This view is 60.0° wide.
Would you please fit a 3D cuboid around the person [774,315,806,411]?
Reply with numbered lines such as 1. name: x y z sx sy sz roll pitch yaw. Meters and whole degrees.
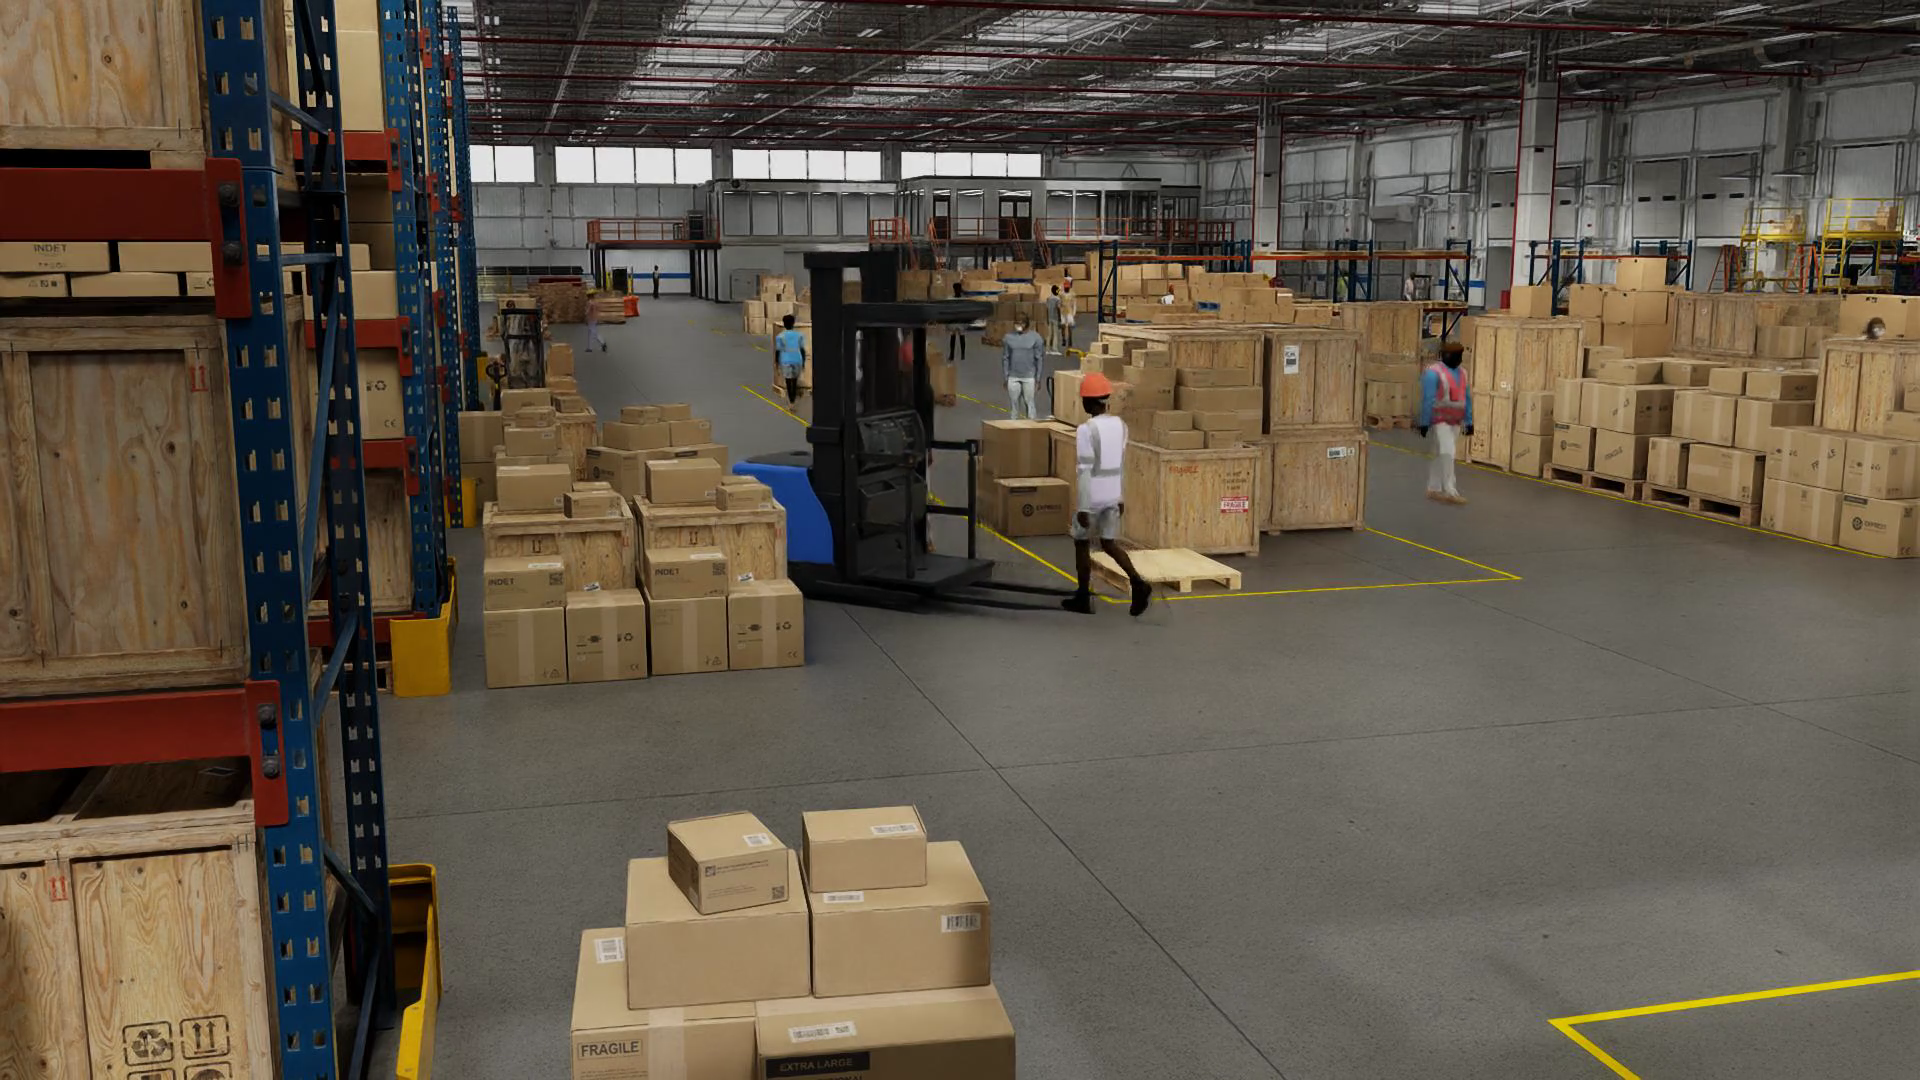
1. person: -3.018 -3.122 29.284 0.551 1.653 0.837 -5 11 -25

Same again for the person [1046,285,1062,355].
1. person: 2.499 -5.829 44.083 0.333 1.860 0.526 -8 13 -38

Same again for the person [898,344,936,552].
1. person: -0.556 -0.900 15.904 0.633 1.964 0.941 -5 11 -25

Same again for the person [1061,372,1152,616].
1. person: 1.114 -0.333 12.804 0.557 1.913 0.773 -9 13 -40

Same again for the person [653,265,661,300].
1. person: -16.437 -13.931 90.003 0.346 1.842 0.506 -8 13 -39

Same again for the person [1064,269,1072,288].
1. person: 4.378 -10.300 69.215 0.587 1.920 0.391 -1 10 -4

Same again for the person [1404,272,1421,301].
1. person: 18.371 -9.973 67.590 0.634 1.839 0.429 4 11 22

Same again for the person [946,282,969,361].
1. person: -0.062 -5.482 41.805 0.609 1.965 0.364 2 10 10

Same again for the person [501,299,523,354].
1. person: -10.471 -4.801 38.880 0.522 1.637 0.309 -6 12 -31

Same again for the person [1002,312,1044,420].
1. person: 0.908 -2.335 24.085 0.629 1.931 0.376 4 11 23

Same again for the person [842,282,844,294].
1. person: -4.176 -8.436 59.268 0.848 1.710 0.490 0 10 0

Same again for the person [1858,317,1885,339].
1. person: 12.504 -2.128 22.975 0.634 1.920 0.767 -1 10 -6

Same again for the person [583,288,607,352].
1. person: -9.890 -5.927 44.942 0.666 1.743 0.532 2 10 11

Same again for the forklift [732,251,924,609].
1. forklift: -0.880 -0.977 13.707 1.873 2.768 1.129 6 12 29

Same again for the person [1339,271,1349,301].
1. person: 16.865 -10.817 72.519 0.646 1.793 0.976 9 14 42

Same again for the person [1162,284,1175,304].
1. person: 5.540 -5.733 43.458 0.584 1.882 0.339 6 12 31

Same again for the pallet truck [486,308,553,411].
1. pallet truck: -6.242 -2.418 24.362 0.823 1.965 1.885 1 10 3

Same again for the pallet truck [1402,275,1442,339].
1. pallet truck: 14.620 -7.324 52.145 0.823 1.965 1.885 8 13 40

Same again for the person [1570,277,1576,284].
1. person: 21.646 -8.489 59.333 1.049 1.810 0.480 5 11 26

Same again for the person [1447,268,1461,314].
1. person: 20.999 -10.570 70.702 0.628 1.936 0.452 0 10 2

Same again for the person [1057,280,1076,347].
1. person: 3.037 -6.488 47.706 0.570 1.896 0.933 1 10 5

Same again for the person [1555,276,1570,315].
1. person: 18.068 -6.924 49.755 0.685 2.000 1.052 -7 12 -33

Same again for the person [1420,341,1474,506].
1. person: 5.509 -1.291 18.484 0.661 1.815 0.784 -7 12 -35
